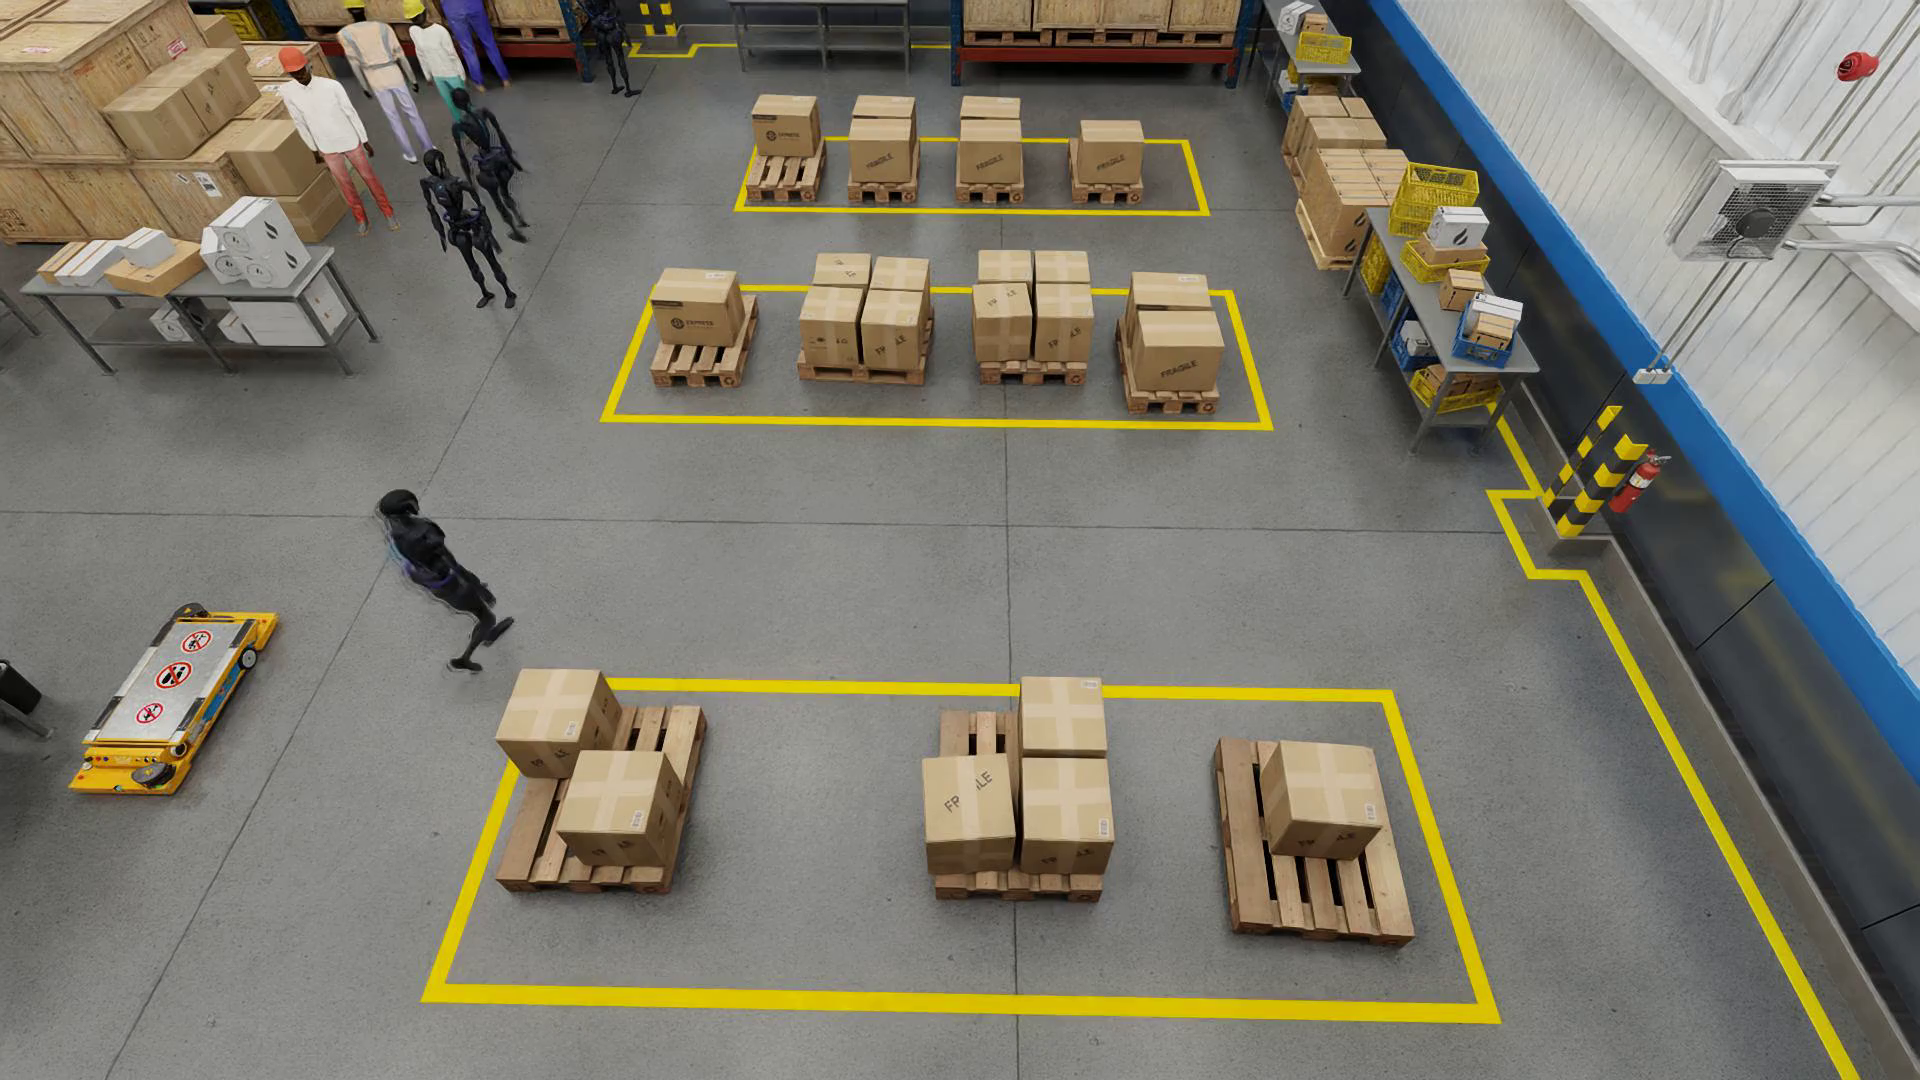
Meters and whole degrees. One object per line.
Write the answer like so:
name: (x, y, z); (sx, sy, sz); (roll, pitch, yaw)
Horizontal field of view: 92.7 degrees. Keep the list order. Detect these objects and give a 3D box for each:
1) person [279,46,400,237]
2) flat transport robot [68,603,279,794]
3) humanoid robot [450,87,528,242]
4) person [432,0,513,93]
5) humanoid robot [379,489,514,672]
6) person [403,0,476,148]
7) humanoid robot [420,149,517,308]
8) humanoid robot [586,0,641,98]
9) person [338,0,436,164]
person: (-6.670, -4.251, 9.834); (0.611, 1.995, 0.388); (-15, 51, -12)
flat transport robot: (-5.504, 1.072, 6.442); (0.652, 0.197, 1.431); (1, 50, 1)
humanoid robot: (-5.041, -4.022, 9.849); (0.408, 1.650, 0.596); (22, 53, 18)
person: (-6.614, -7.083, 12.201); (0.687, 2.000, 0.536); (-21, 53, -17)
humanoid robot: (-3.515, 0.287, 6.209); (0.578, 1.647, 0.508); (25, 54, 20)
person: (-6.287, -5.671, 11.190); (0.533, 1.757, 0.328); (8, 50, 7)
humanoid robot: (-4.835, -3.013, 8.984); (0.599, 1.657, 0.331); (2, 50, 2)
humanoid robot: (-4.676, -6.821, 12.206); (0.600, 1.657, 0.331); (24, 54, 19)
person: (-6.841, -5.504, 10.948); (0.602, 1.914, 0.420); (-27, 55, -21)
